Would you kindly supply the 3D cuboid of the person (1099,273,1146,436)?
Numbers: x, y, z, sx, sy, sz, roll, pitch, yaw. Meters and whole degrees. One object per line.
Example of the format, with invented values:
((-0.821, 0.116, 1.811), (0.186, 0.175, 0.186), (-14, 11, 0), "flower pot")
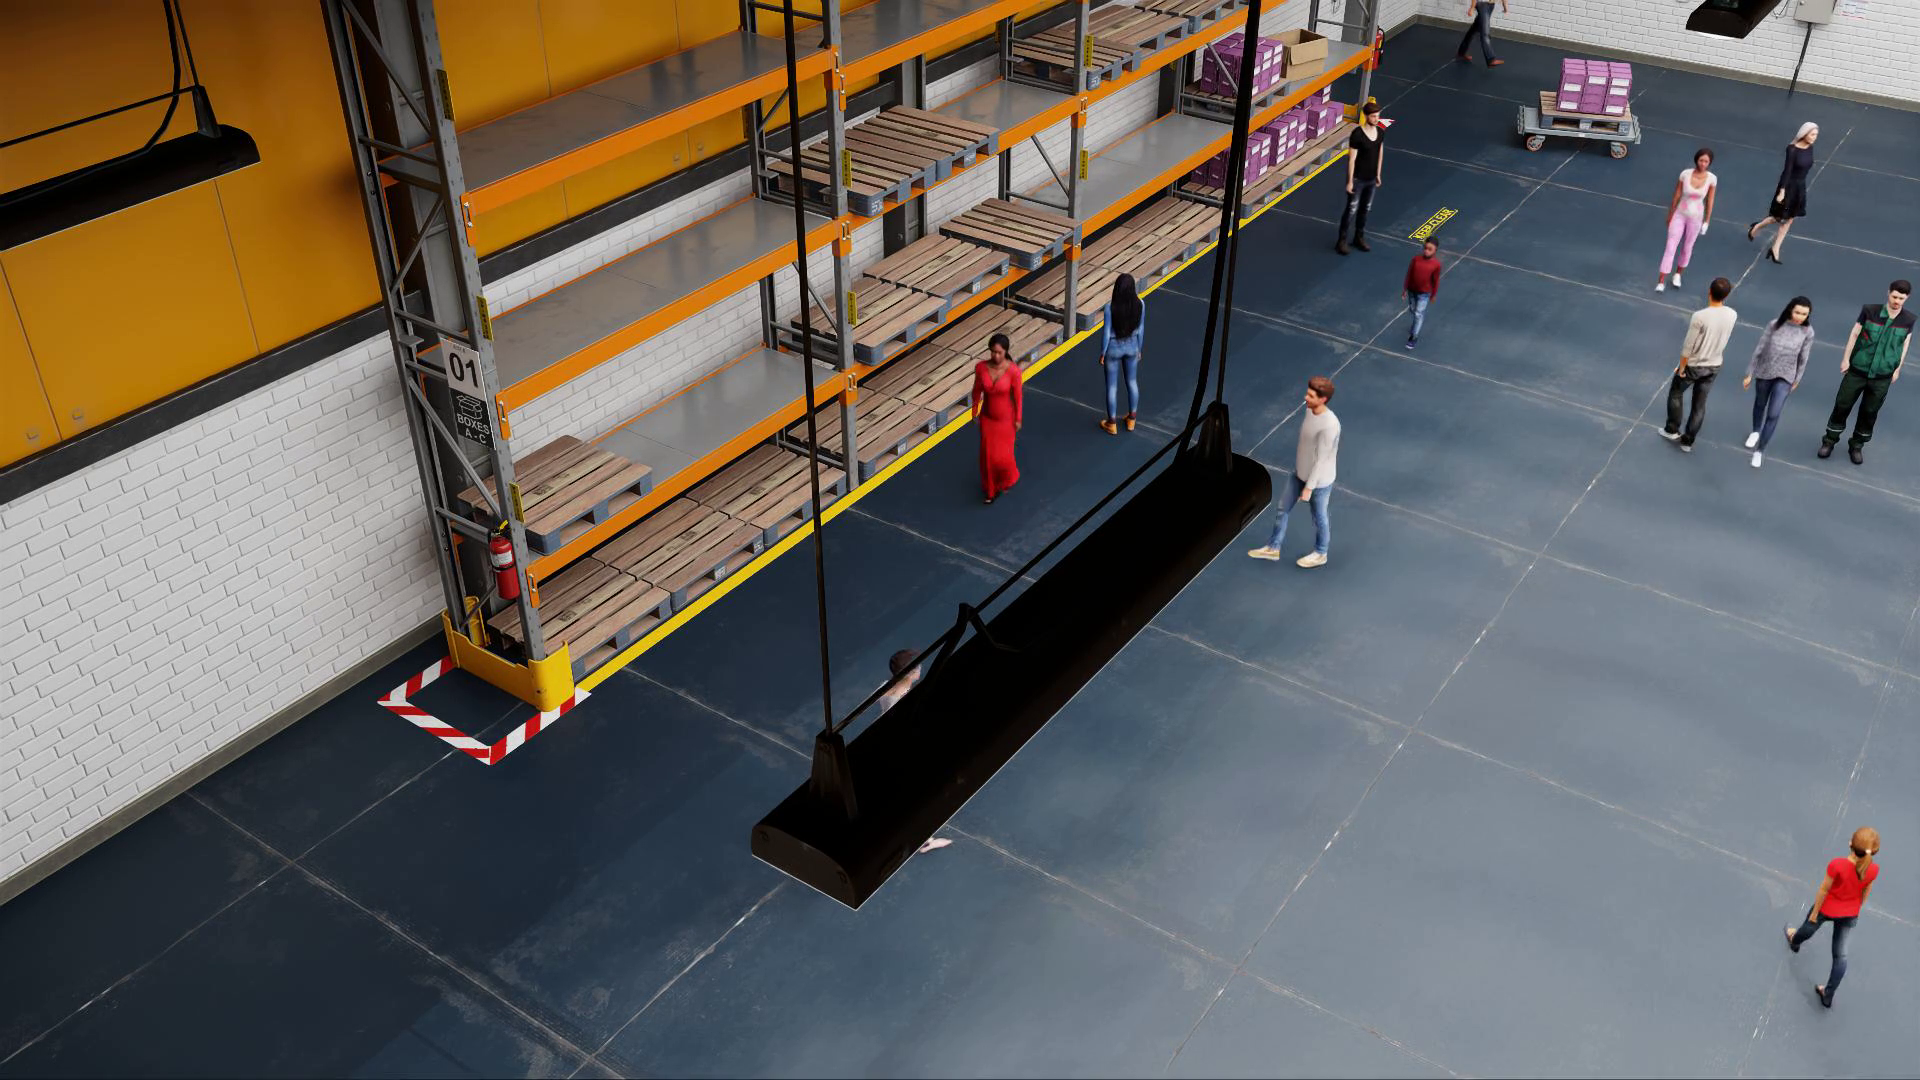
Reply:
((1.618, -1.868, 16.629), (0.656, 1.711, 0.739), (-9, 35, -14), "person")

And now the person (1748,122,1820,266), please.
((9.989, -4.233, 20.165), (0.900, 1.735, 0.905), (-14, 36, -20), "person")

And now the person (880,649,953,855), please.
((-0.422, 1.550, 11.383), (1.114, 1.826, 0.972), (-13, 36, -18), "person")

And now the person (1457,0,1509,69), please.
((8.287, -8.498, 26.523), (1.226, 1.800, 1.000), (-23, 40, -31), "person")

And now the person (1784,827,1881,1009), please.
((5.612, 2.411, 10.585), (0.741, 1.275, 0.960), (5, 34, 7), "person")

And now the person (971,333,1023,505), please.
((0.388, -1.150, 15.492), (0.722, 1.774, 0.775), (12, 35, 17), "person")

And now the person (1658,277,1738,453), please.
((7.293, -1.661, 16.248), (0.791, 1.788, 0.840), (-2, 34, -4), "person")

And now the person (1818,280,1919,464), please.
((8.840, -1.659, 16.143), (0.713, 1.901, 0.646), (13, 36, 19), "person")

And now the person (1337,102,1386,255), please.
((4.908, -4.441, 20.338), (0.681, 1.890, 0.815), (-15, 37, -22), "person")

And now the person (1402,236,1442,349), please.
((5.127, -2.804, 18.452), (0.531, 1.251, 0.862), (24, 41, 32), "person")

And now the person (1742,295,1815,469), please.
((8.005, -1.637, 16.291), (0.627, 1.699, 0.953), (22, 39, 29), "person")

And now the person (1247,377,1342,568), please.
((3.171, -0.569, 14.522), (1.062, 1.879, 0.967), (-10, 35, -15), "person")

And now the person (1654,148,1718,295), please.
((8.533, -3.766, 19.477), (0.738, 1.719, 1.038), (14, 36, 20), "person")
